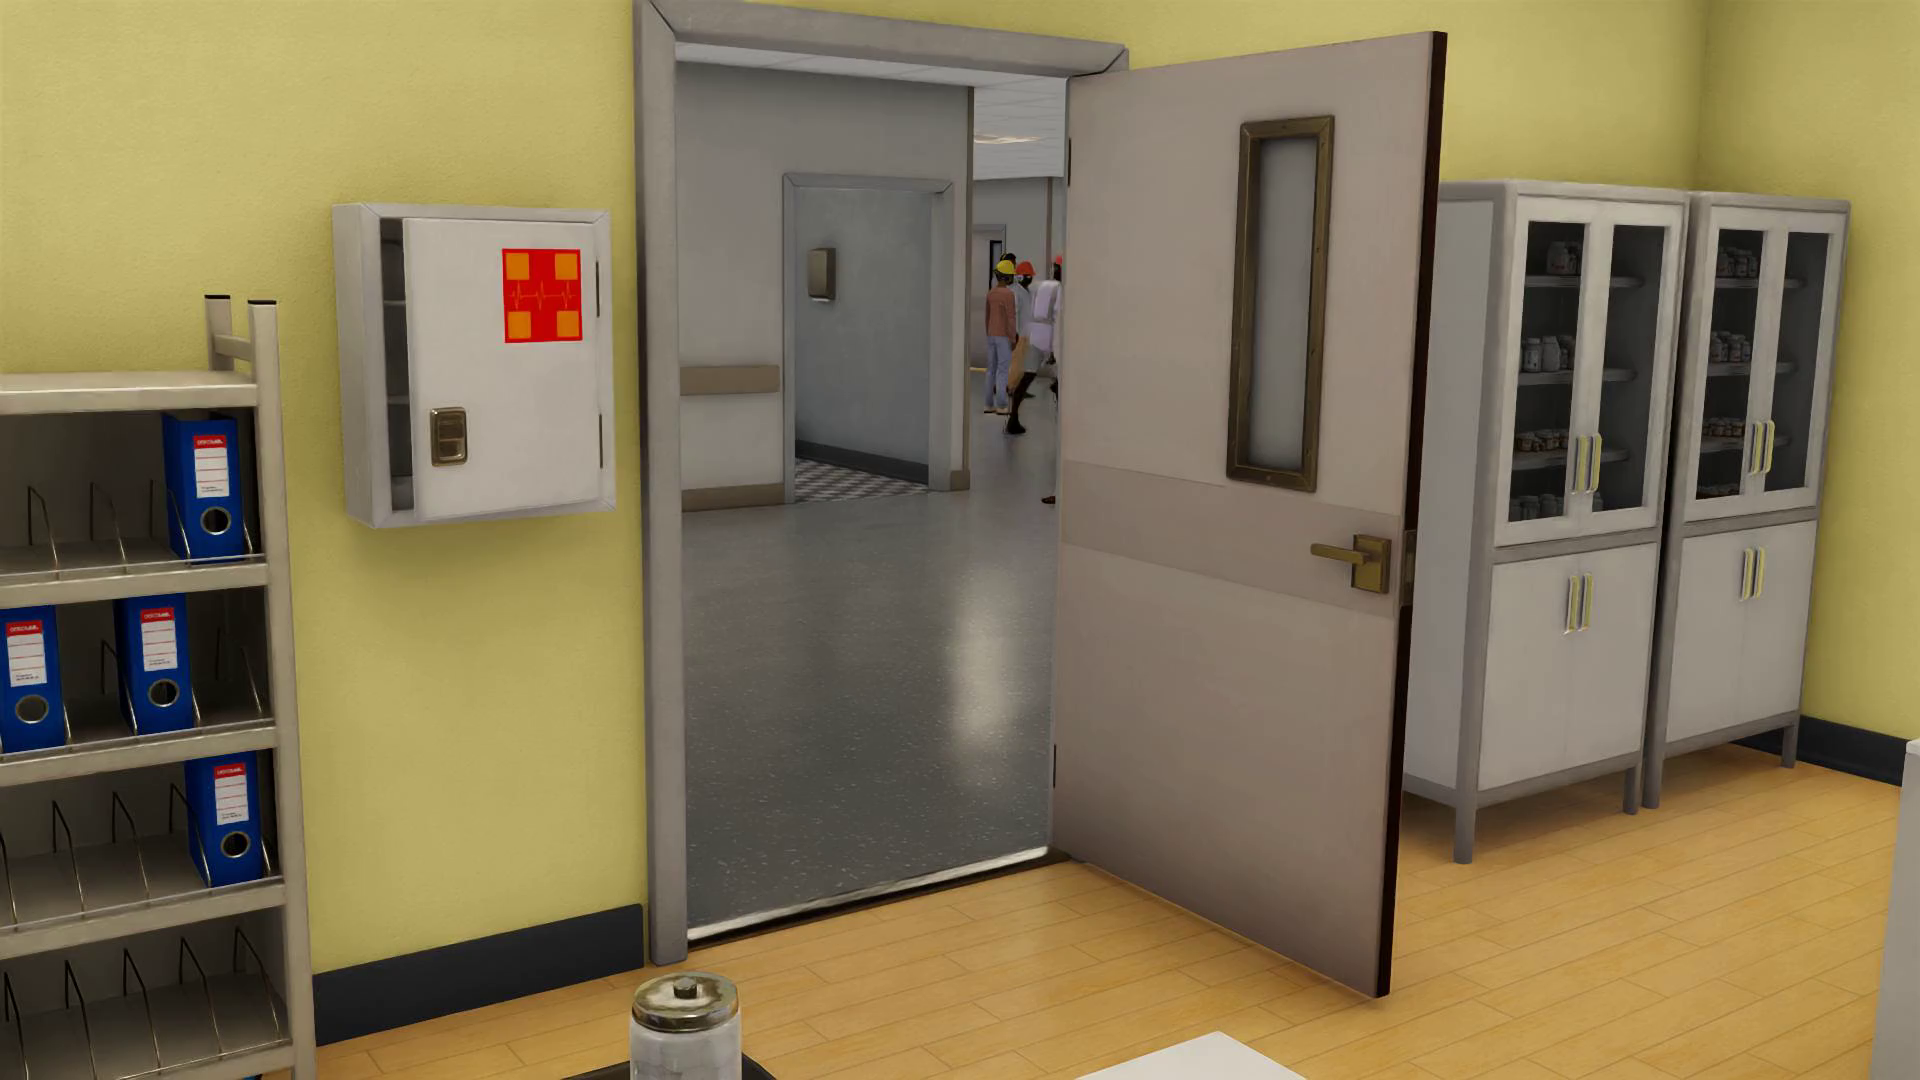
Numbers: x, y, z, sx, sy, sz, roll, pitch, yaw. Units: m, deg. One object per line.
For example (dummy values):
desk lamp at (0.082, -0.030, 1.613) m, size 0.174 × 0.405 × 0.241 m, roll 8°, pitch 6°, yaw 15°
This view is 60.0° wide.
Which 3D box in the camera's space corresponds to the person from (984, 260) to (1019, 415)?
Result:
person at (0.489, -2.318, 19.081) m, size 0.327 × 1.767 × 0.533 m, roll -5°, pitch 11°, yaw -32°

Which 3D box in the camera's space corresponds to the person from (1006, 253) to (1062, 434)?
person at (0.866, -2.001, 16.947) m, size 0.972 × 1.869 × 0.689 m, roll -6°, pitch 12°, yaw -35°

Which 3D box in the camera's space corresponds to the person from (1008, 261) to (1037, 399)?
person at (0.808, -2.687, 21.338) m, size 0.327 × 1.753 × 0.560 m, roll 5°, pitch 10°, yaw 23°

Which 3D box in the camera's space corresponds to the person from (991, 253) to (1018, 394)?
person at (0.601, -2.871, 22.097) m, size 0.309 × 1.864 × 0.534 m, roll 9°, pitch 12°, yaw 39°
